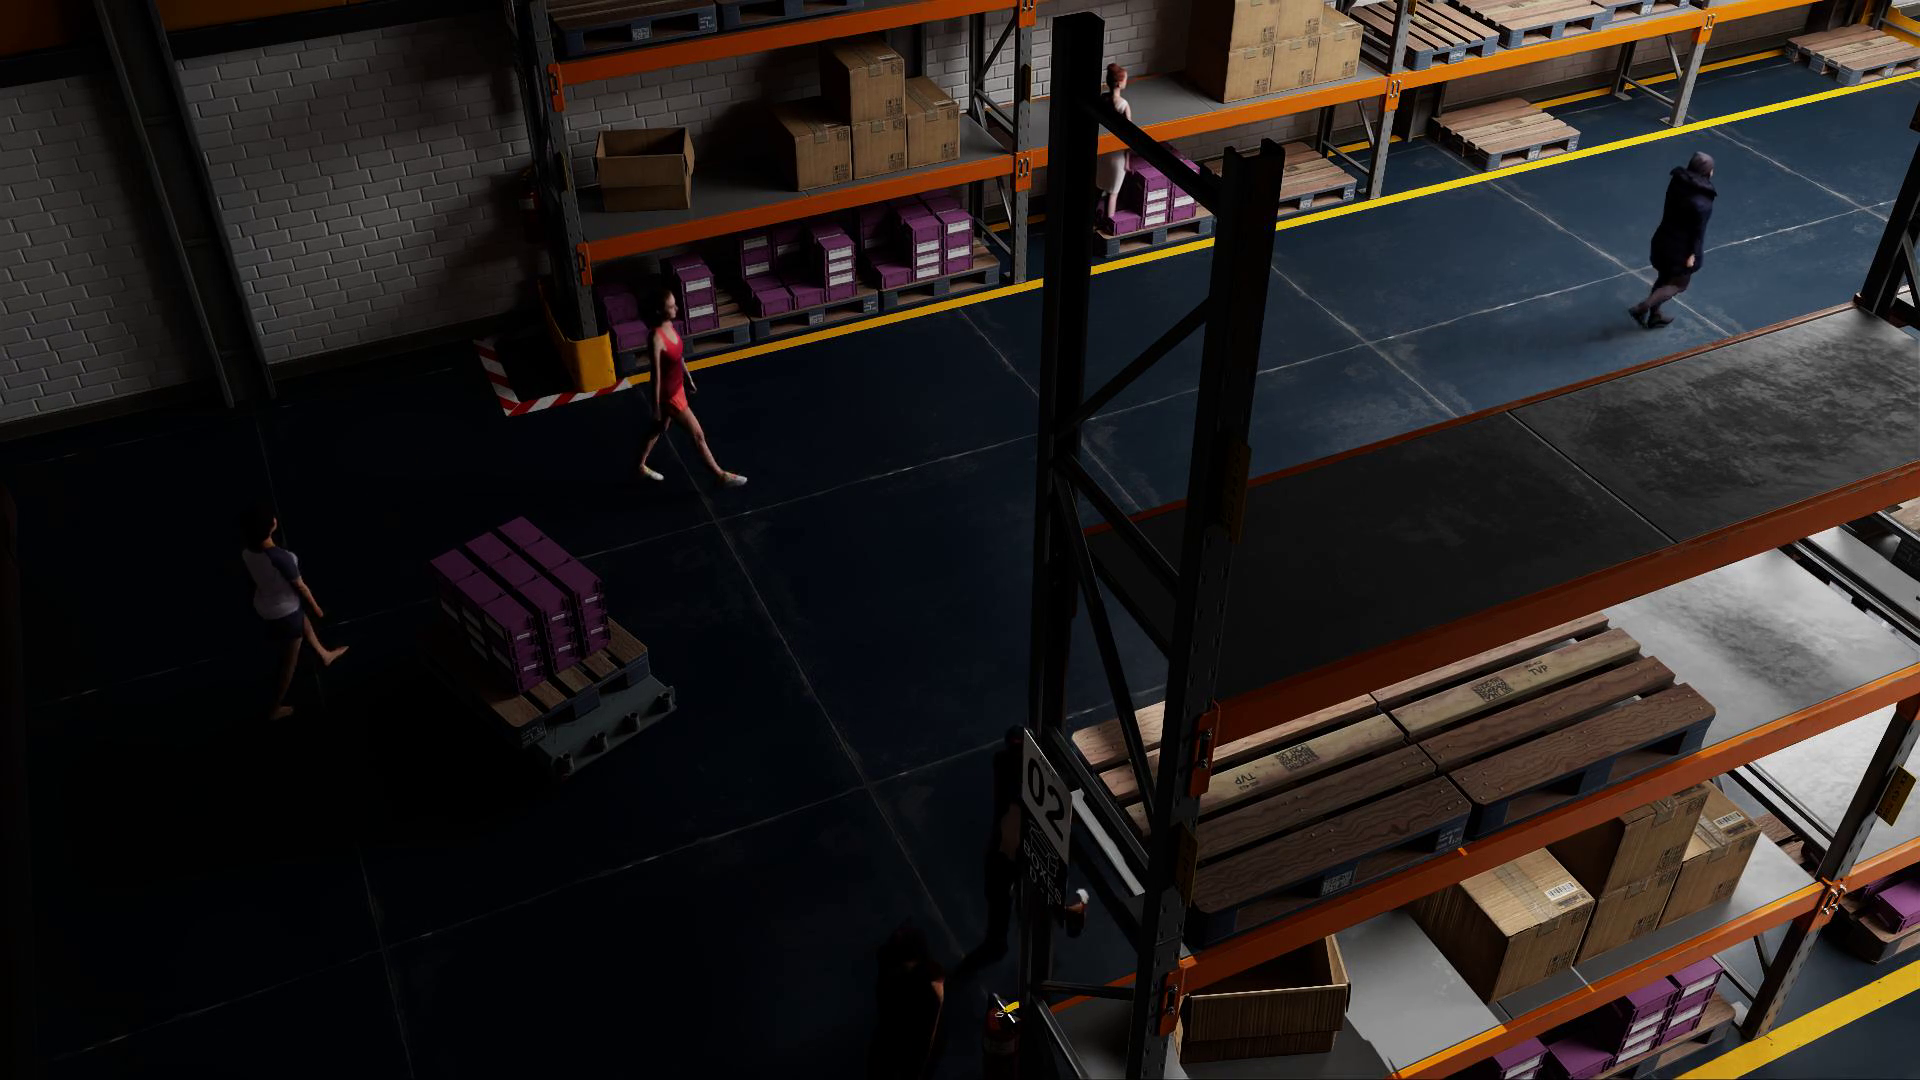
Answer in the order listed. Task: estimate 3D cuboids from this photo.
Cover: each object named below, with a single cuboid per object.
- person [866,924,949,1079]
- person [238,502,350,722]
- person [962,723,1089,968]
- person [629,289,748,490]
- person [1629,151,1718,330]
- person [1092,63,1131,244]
[{"bbox_3d":[-0.179,2.381,8.123,0.708,1.675,0.758,32,48,33],"label":"person"},{"bbox_3d":[-4.383,0.476,10.631,0.961,1.523,1.102,18,42,21],"label":"person"},{"bbox_3d":[0.403,1.640,8.887,1.040,1.880,0.843,-23,44,-26],"label":"person"},{"bbox_3d":[-2.244,-1.089,12.447,1.225,1.701,0.957,2,39,3],"label":"person"},{"bbox_3d":[6.094,-2.525,14.274,0.832,1.666,0.751,-8,39,-9],"label":"person"},{"bbox_3d":[1.393,-3.576,15.485,0.565,1.796,0.608,-27,46,-29],"label":"person"}]
